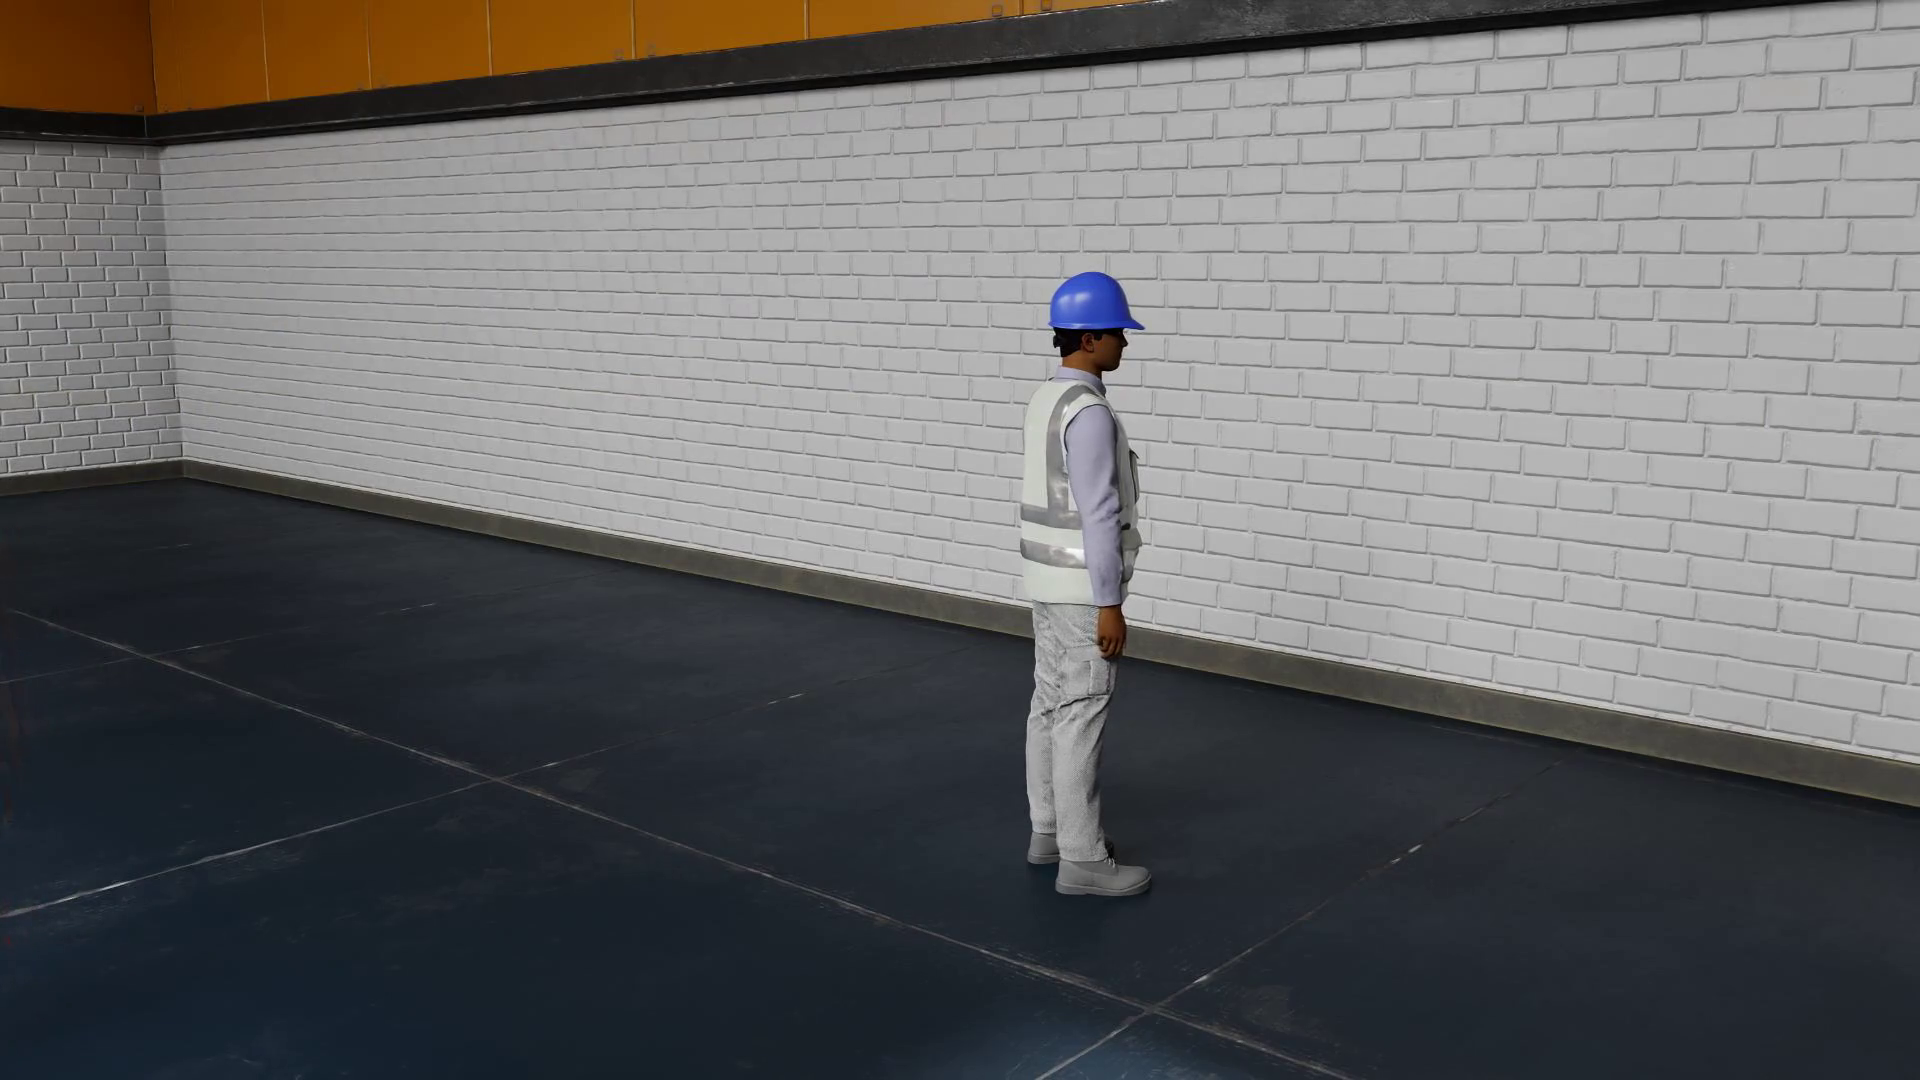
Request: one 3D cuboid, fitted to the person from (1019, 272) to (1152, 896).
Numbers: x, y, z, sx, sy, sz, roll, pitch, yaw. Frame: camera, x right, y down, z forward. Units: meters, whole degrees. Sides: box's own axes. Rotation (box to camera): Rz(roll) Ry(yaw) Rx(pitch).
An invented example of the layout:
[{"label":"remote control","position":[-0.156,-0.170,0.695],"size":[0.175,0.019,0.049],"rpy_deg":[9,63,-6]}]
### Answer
[{"label":"person","position":[0.380,0.139,5.253],"size":[0.384,1.949,0.605],"rpy_deg":[-2,10,-14]}]
